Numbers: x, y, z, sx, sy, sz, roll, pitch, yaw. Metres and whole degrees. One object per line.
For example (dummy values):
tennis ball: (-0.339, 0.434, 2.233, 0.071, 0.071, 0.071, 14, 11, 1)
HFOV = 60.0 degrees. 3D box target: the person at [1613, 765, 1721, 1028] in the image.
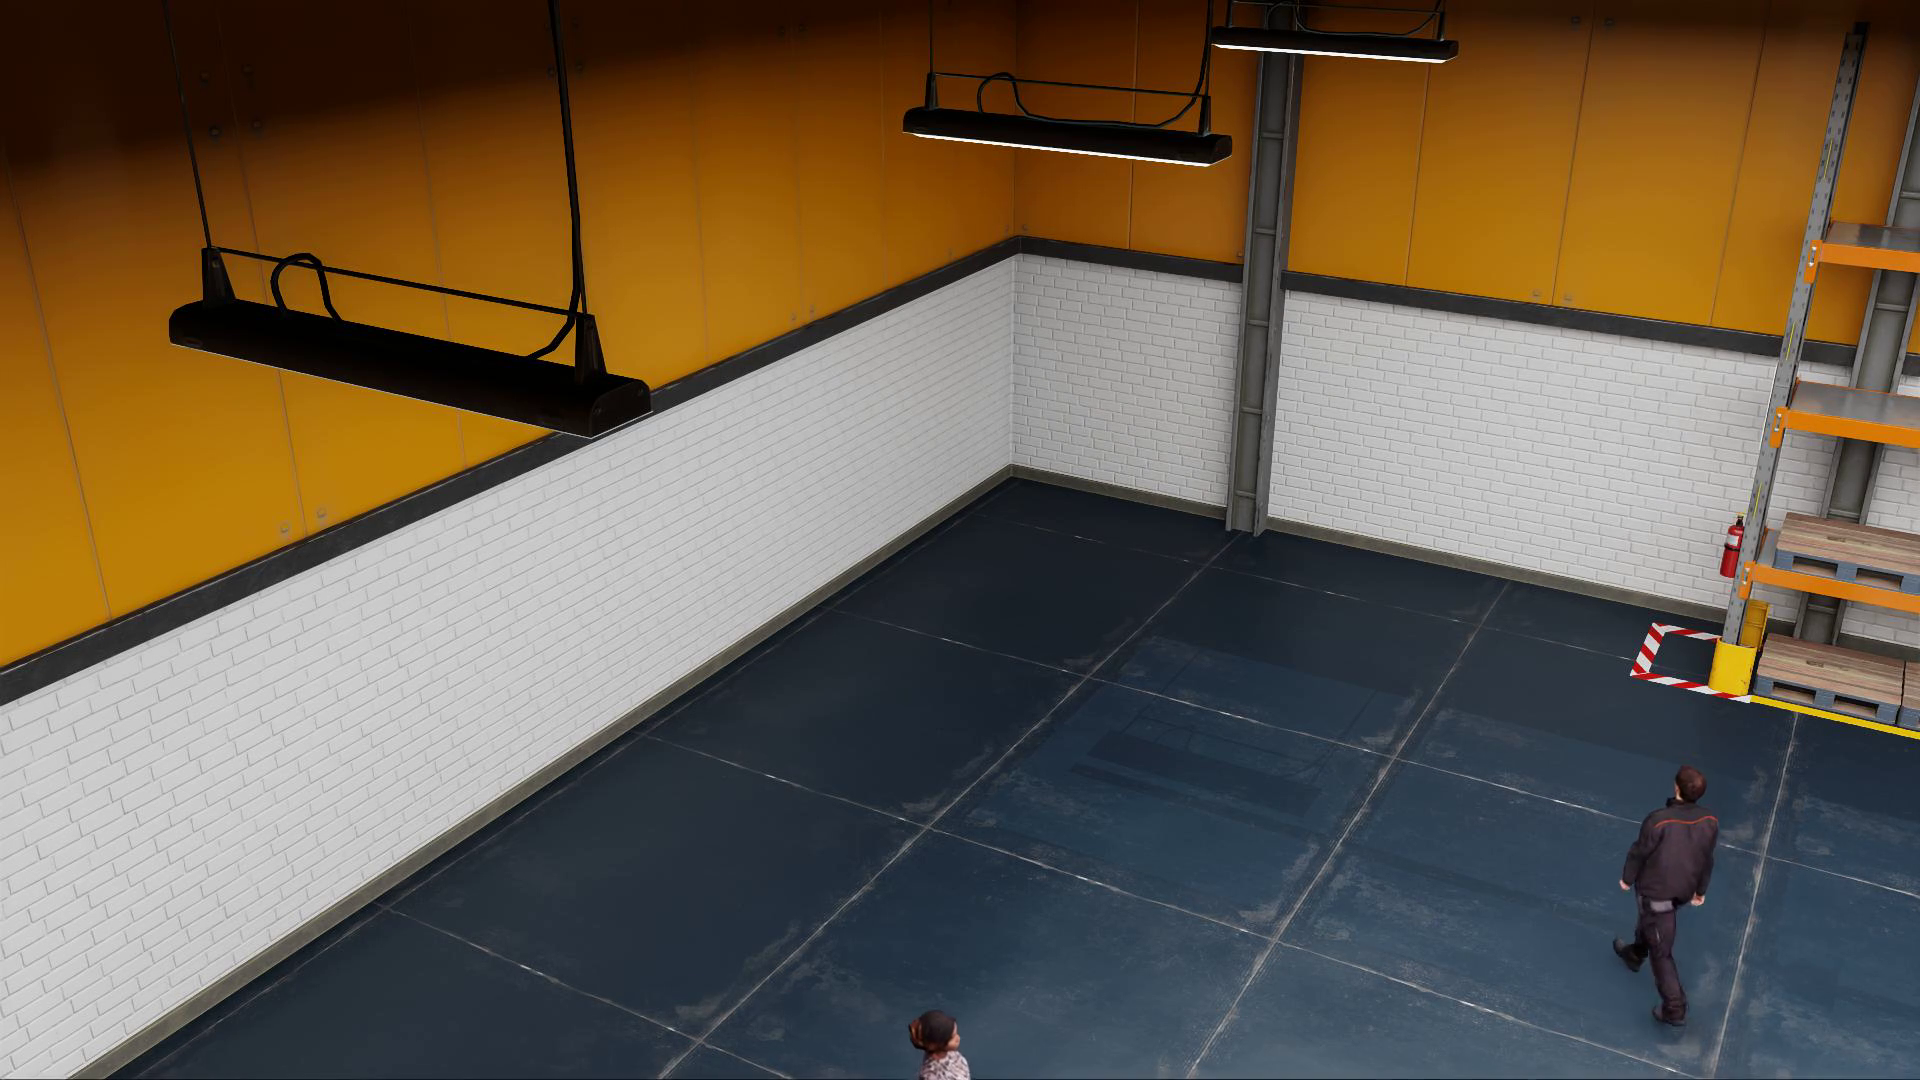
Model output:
person: (4.823, 2.430, 11.260, 1.212, 1.792, 1.278, -6, 24, -14)

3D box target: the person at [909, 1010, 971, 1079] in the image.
person: (-0.198, 3.326, 9.348, 1.200, 1.680, 0.877, 3, 24, 6)
